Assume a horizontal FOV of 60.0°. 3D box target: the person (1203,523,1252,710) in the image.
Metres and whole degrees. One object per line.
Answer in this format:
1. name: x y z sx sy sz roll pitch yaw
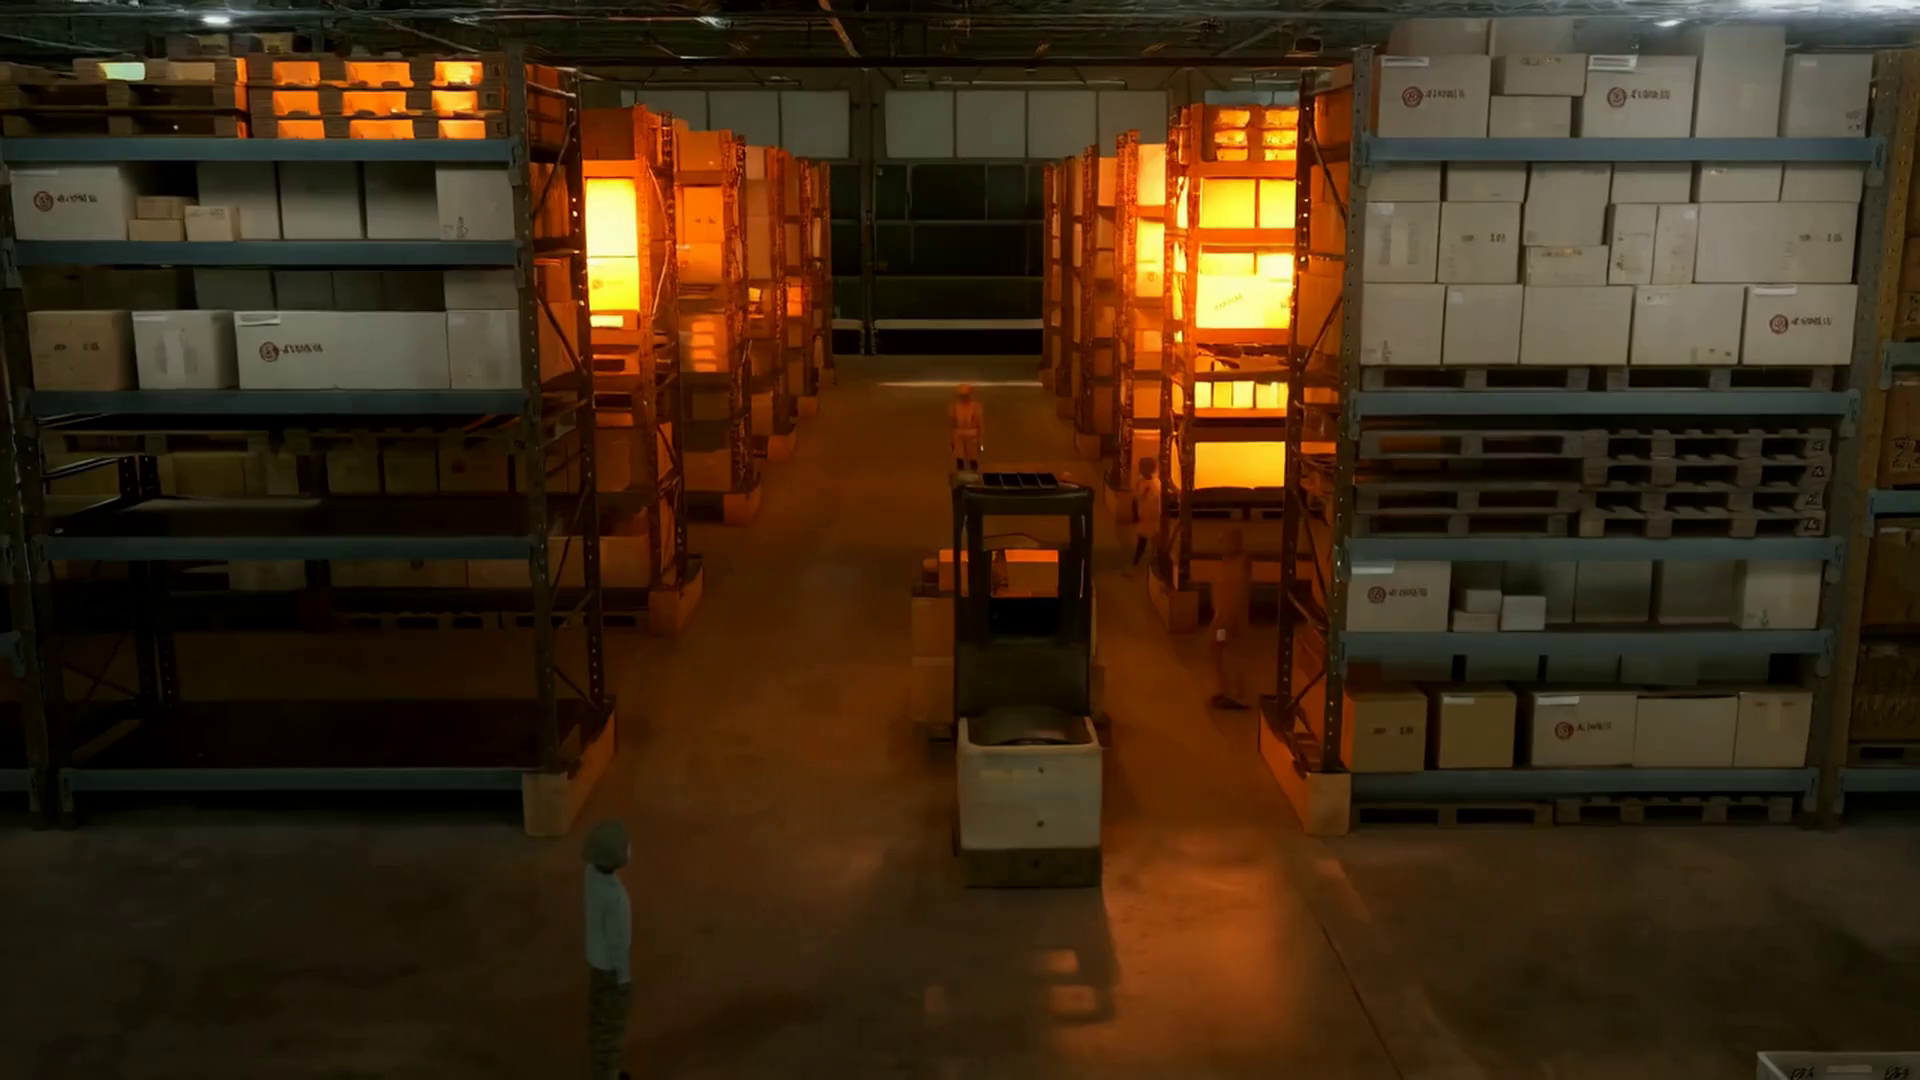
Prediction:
1. person: 2.599 0.760 16.388 0.540 1.887 0.678 1 11 3

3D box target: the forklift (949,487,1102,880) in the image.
1. forklift: 0.495 0.986 12.813 1.129 2.768 1.873 0 11 -2

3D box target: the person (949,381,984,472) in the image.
1. person: 0.119 -1.735 28.493 0.619 2.005 1.003 3 12 13

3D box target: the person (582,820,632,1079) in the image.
1. person: -1.934 2.337 9.220 0.264 1.632 0.507 -6 13 -27

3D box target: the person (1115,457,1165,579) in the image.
1. person: 2.447 -0.296 22.214 0.885 1.638 0.553 -4 12 -21
